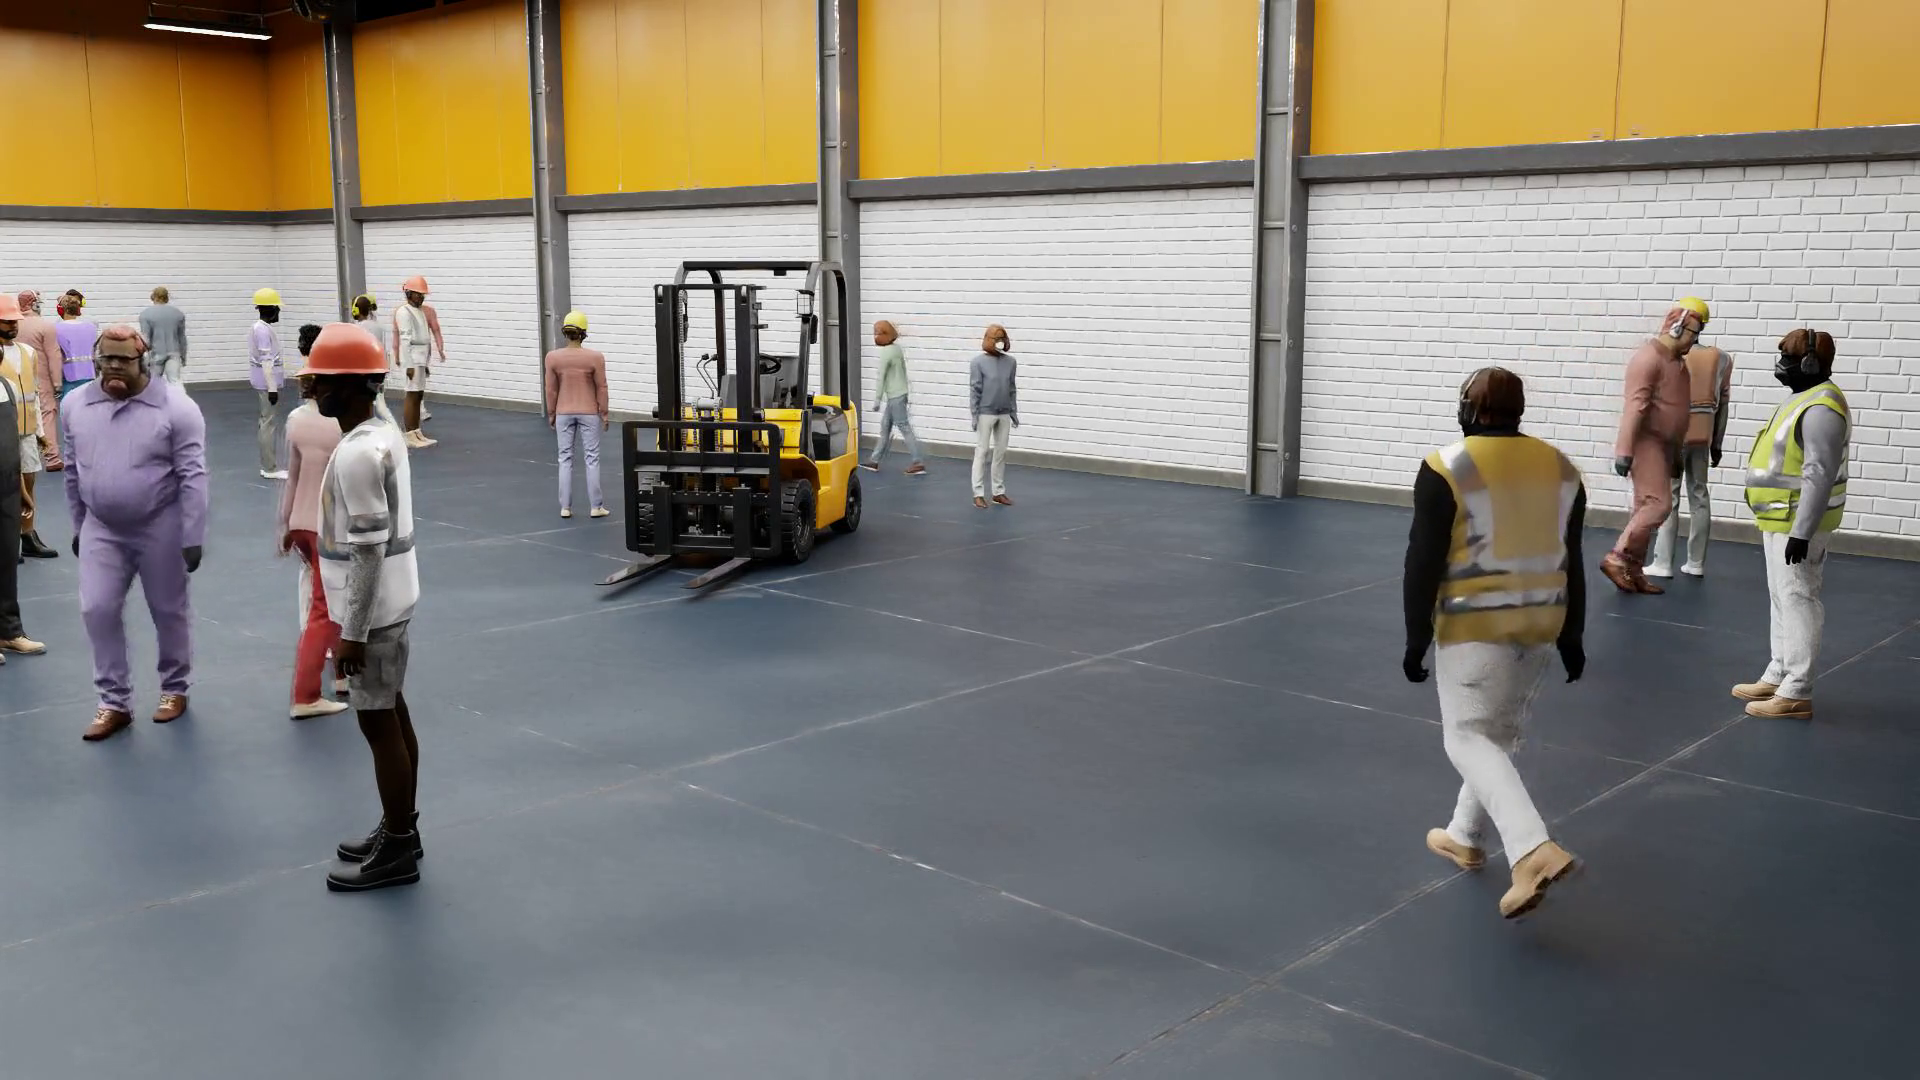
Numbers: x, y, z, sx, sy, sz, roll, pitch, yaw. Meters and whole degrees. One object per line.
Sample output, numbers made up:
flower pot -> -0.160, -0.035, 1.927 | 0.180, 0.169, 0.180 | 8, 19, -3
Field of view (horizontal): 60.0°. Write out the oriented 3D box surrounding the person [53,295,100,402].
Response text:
person -> -9.408, -1.679, 17.702 | 0.387, 1.846, 0.566 | 5, 10, 26

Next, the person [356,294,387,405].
person -> -9.148, -2.954, 25.842 | 0.338, 1.730, 0.513 | 2, 10, 14

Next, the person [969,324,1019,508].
person -> 0.304, -1.107, 14.845 | 0.507, 1.631, 0.266 | -6, 11, -34

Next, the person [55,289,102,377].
person -> -10.901, -2.158, 20.582 | 0.511, 1.867, 0.329 | -4, 10, -24

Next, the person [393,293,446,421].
person -> -7.666, -2.665, 23.500 | 0.614, 1.945, 1.023 | -8, 12, -40

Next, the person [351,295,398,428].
person -> -6.661, -1.848, 18.793 | 0.966, 1.832, 0.546 | 5, 11, 29

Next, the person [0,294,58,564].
person -> -6.850, -0.799, 12.027 | 0.354, 1.939, 0.545 | 3, 10, 20

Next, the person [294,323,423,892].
person -> -2.046, 0.231, 5.707 | 0.359, 1.939, 0.542 | -2, 9, -11

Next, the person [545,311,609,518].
person -> -3.247, -1.060, 14.151 | 0.533, 1.768, 0.310 | 0, 9, 0

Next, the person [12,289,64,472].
person -> -9.660, -1.659, 17.398 | 0.644, 1.907, 0.399 | 2, 9, 11

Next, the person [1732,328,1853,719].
person -> 3.950, -0.077, 7.897 | 0.429, 1.844, 0.627 | 3, 10, 16

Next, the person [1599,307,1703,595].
person -> 4.510, -0.569, 10.804 | 0.418, 1.874, 0.729 | 8, 13, 42

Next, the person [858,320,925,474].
person -> -0.720, -1.472, 17.193 | 0.804, 1.583, 0.518 | 2, 10, 14

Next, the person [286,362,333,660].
person -> -3.472, -0.177, 9.124 | 0.307, 1.639, 0.525 | 2, 10, 13

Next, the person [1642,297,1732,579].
person -> 4.950, -0.691, 11.381 | 0.594, 1.929, 0.352 | -1, 9, -9

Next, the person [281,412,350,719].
person -> -2.981, -0.035, 7.994 | 0.544, 1.719, 0.698 | 6, 11, 31

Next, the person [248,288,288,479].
person -> -6.985, -1.580, 16.847 | 0.370, 1.927, 0.588 | -5, 10, -26

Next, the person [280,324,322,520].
person -> -5.356, -1.005, 14.114 | 0.803, 1.669, 0.540 | -5, 10, -26

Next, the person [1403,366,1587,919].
person -> 1.850, 0.328, 5.573 | 0.647, 1.801, 0.894 | -3, 10, -18

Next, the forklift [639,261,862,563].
forklift -> -1.552, -1.040, 12.721 | 1.214, 2.155, 2.313 | 2, 9, 11

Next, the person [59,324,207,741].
person -> -3.767, -0.041, 7.580 | 0.659, 1.868, 0.754 | -1, 9, -5

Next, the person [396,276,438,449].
person -> -6.433, -2.103, 19.726 | 0.392, 2.035, 0.605 | 0, 9, 0

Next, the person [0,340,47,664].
person -> -5.232, -0.251, 8.956 | 0.326, 1.841, 0.516 | 3, 10, 15

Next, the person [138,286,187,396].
person -> -10.986, -2.566, 23.043 | 0.650, 1.900, 0.926 | -9, 13, -43
